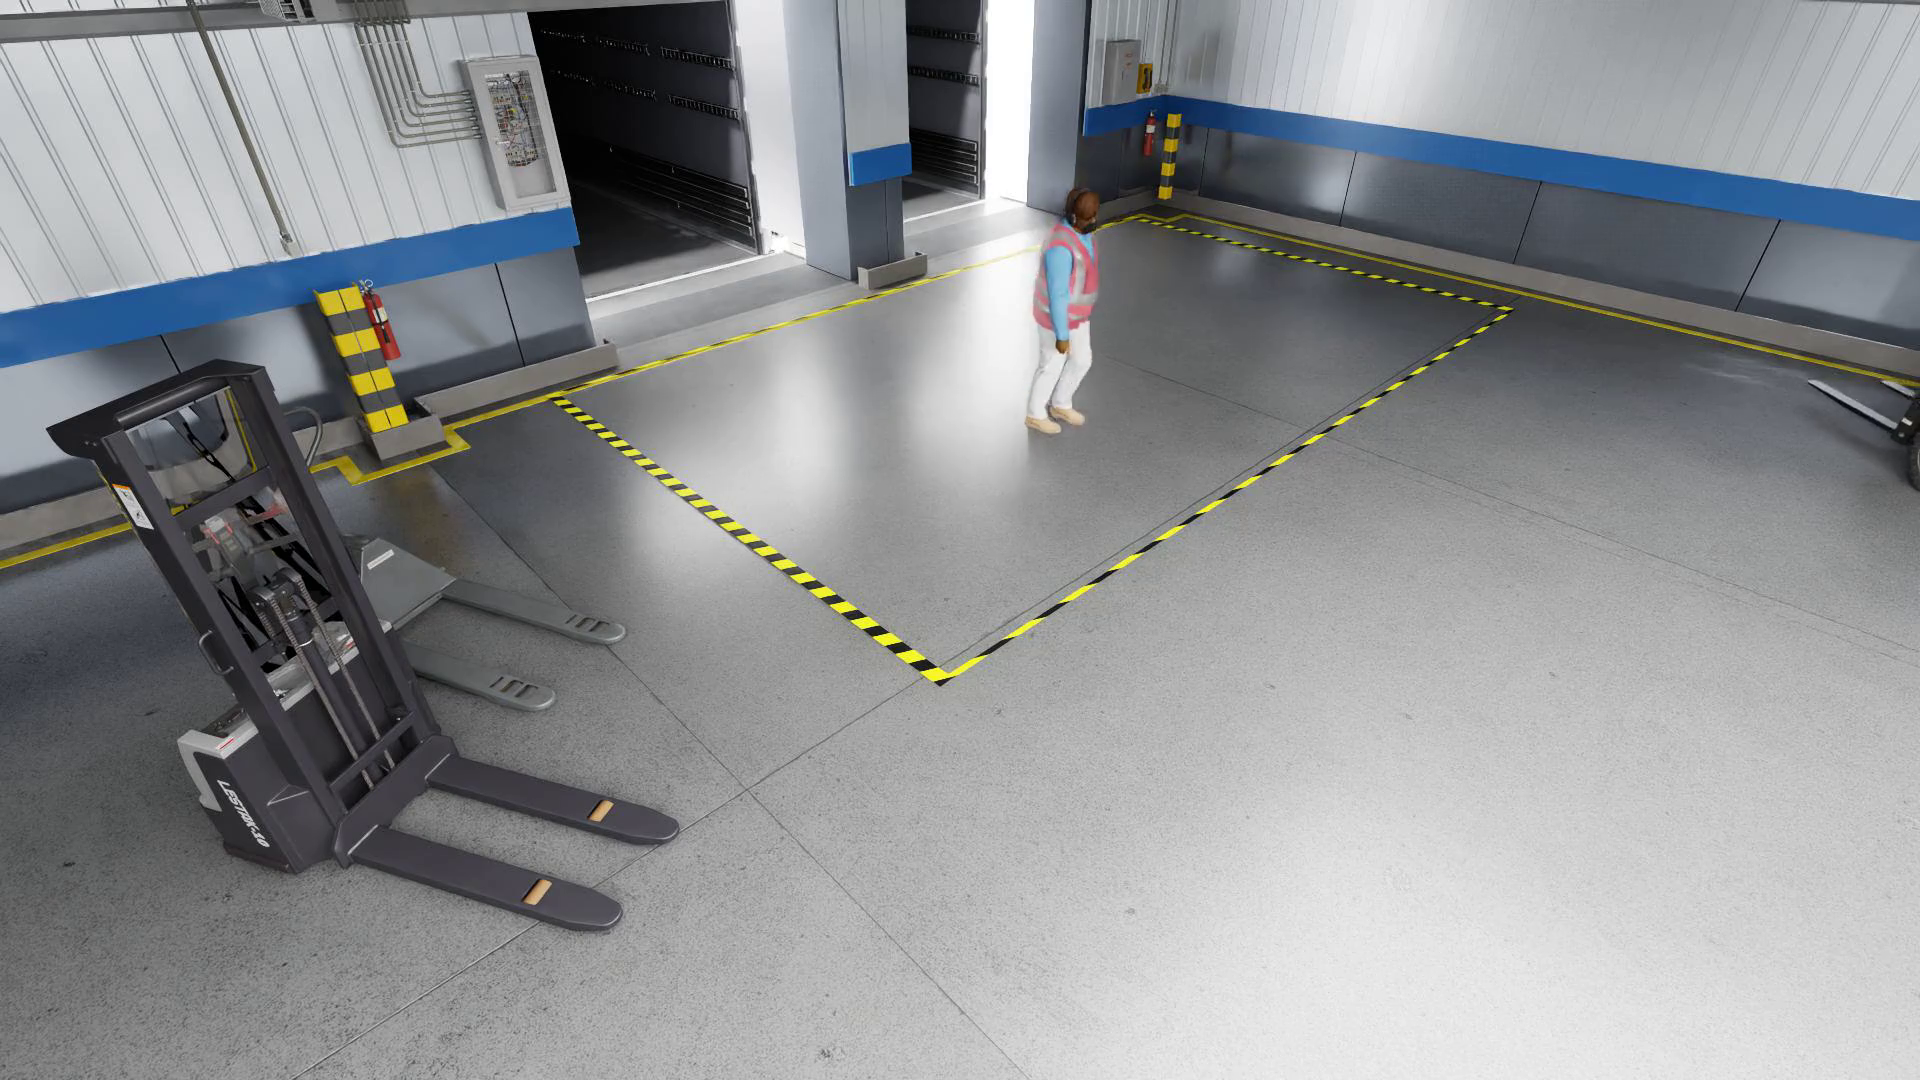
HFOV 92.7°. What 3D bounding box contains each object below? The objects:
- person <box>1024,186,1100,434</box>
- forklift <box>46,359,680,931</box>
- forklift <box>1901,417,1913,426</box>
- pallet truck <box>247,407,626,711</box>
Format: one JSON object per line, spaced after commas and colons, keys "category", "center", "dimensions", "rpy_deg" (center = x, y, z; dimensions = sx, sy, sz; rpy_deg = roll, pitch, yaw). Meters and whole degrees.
{"category": "person", "center": [0.713, -1.560, 6.439], "dimensions": [0.489, 1.805, 0.646], "rpy_deg": [17, 38, 23]}
{"category": "forklift", "center": [-2.135, 0.422, 3.354], "dimensions": [1.885, 1.965, 0.823], "rpy_deg": [10, 35, 14]}
{"category": "forklift", "center": [7.096, -0.777, 4.801], "dimensions": [1.157, 2.036, 2.680], "rpy_deg": [0, 34, 1]}
{"category": "pallet truck", "center": [-2.628, 0.038, 4.590], "dimensions": [1.601, 1.201, 0.680], "rpy_deg": [12, 36, 18]}
